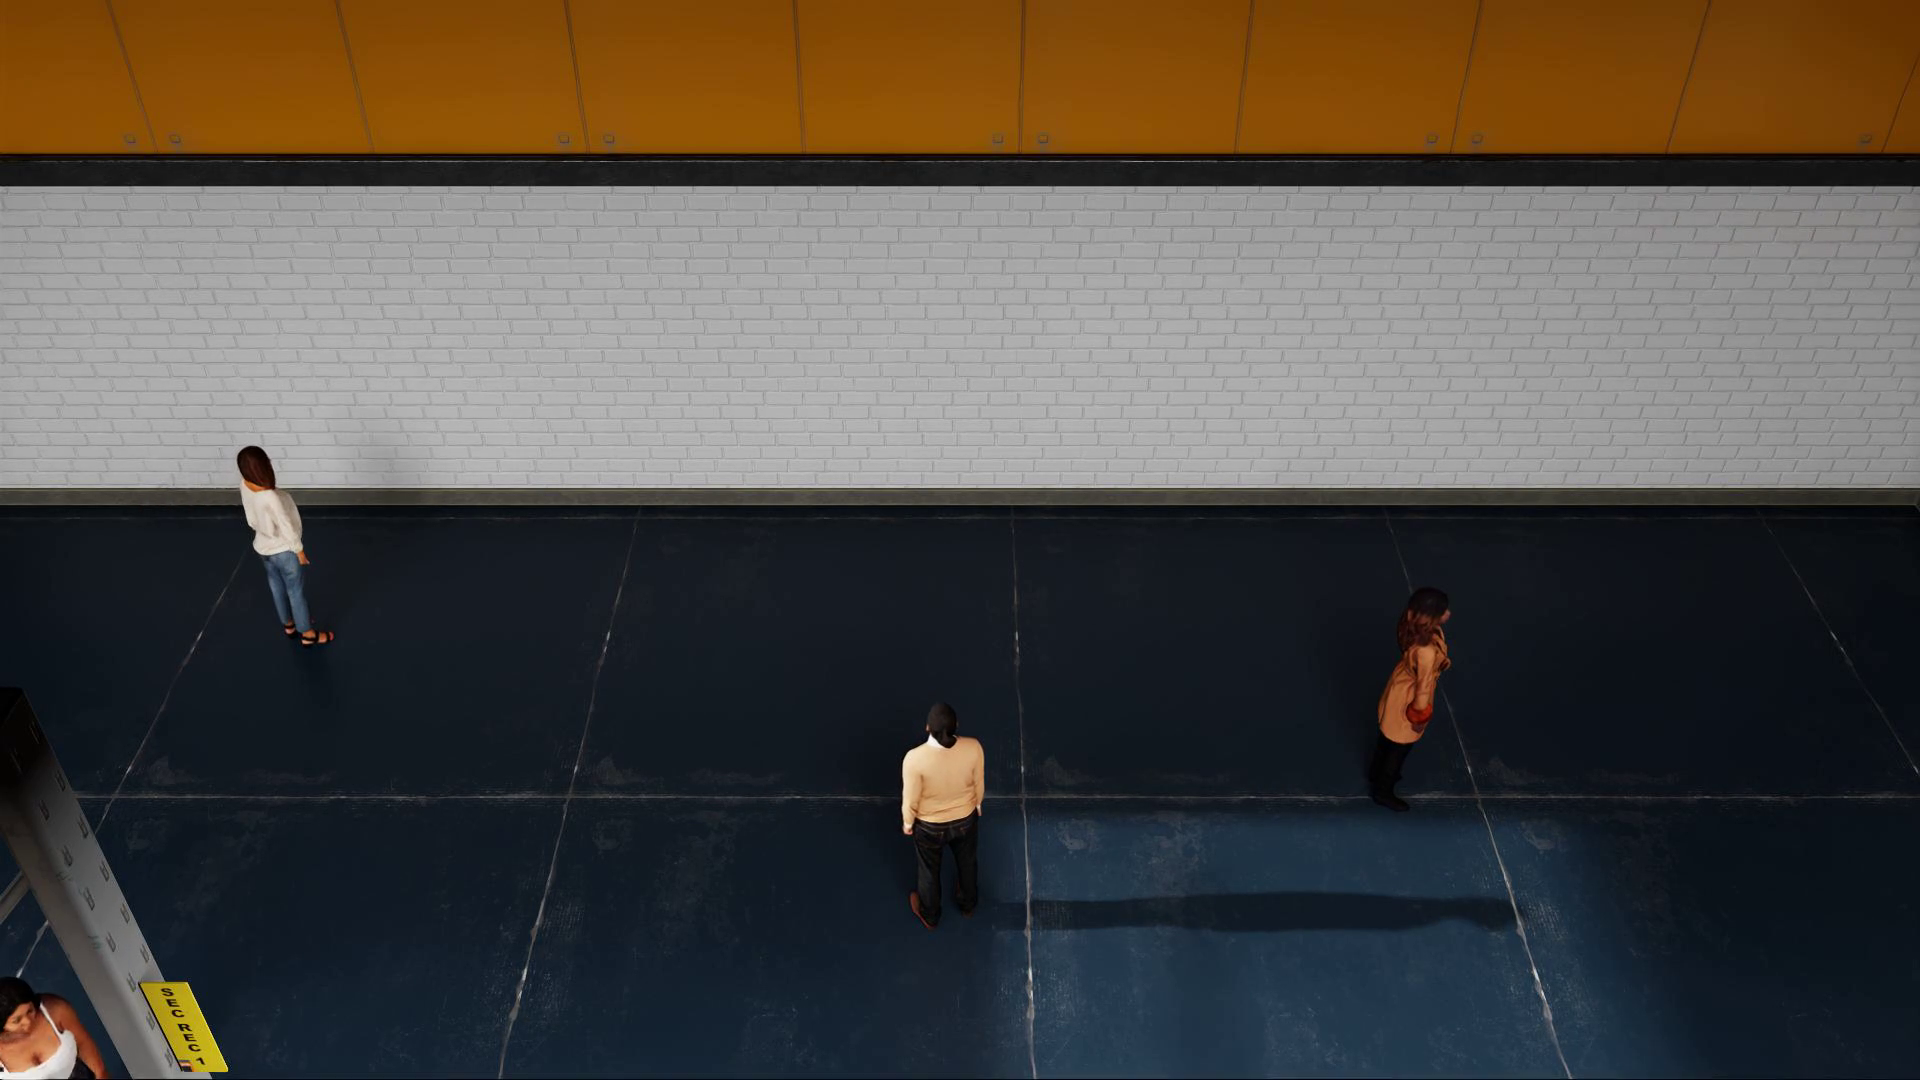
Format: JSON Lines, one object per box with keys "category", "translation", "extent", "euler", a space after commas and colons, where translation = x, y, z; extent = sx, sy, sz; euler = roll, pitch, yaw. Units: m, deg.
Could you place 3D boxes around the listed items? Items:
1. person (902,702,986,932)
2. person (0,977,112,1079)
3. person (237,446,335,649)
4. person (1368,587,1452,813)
{"category": "person", "translation": [-0.092, 1.601, 9.674], "extent": [0.733, 1.754, 0.713], "euler": [-13, 40, -16]}
{"category": "person", "translation": [-4.582, 2.683, 8.311], "extent": [1.200, 1.765, 1.240], "euler": [-30, 47, -32]}
{"category": "person", "translation": [-4.790, 0.046, 11.679], "extent": [0.699, 1.682, 0.739], "euler": [27, 46, 30]}
{"category": "person", "translation": [2.834, 0.985, 10.471], "extent": [0.760, 1.722, 0.531], "euler": [2, 39, 3]}
